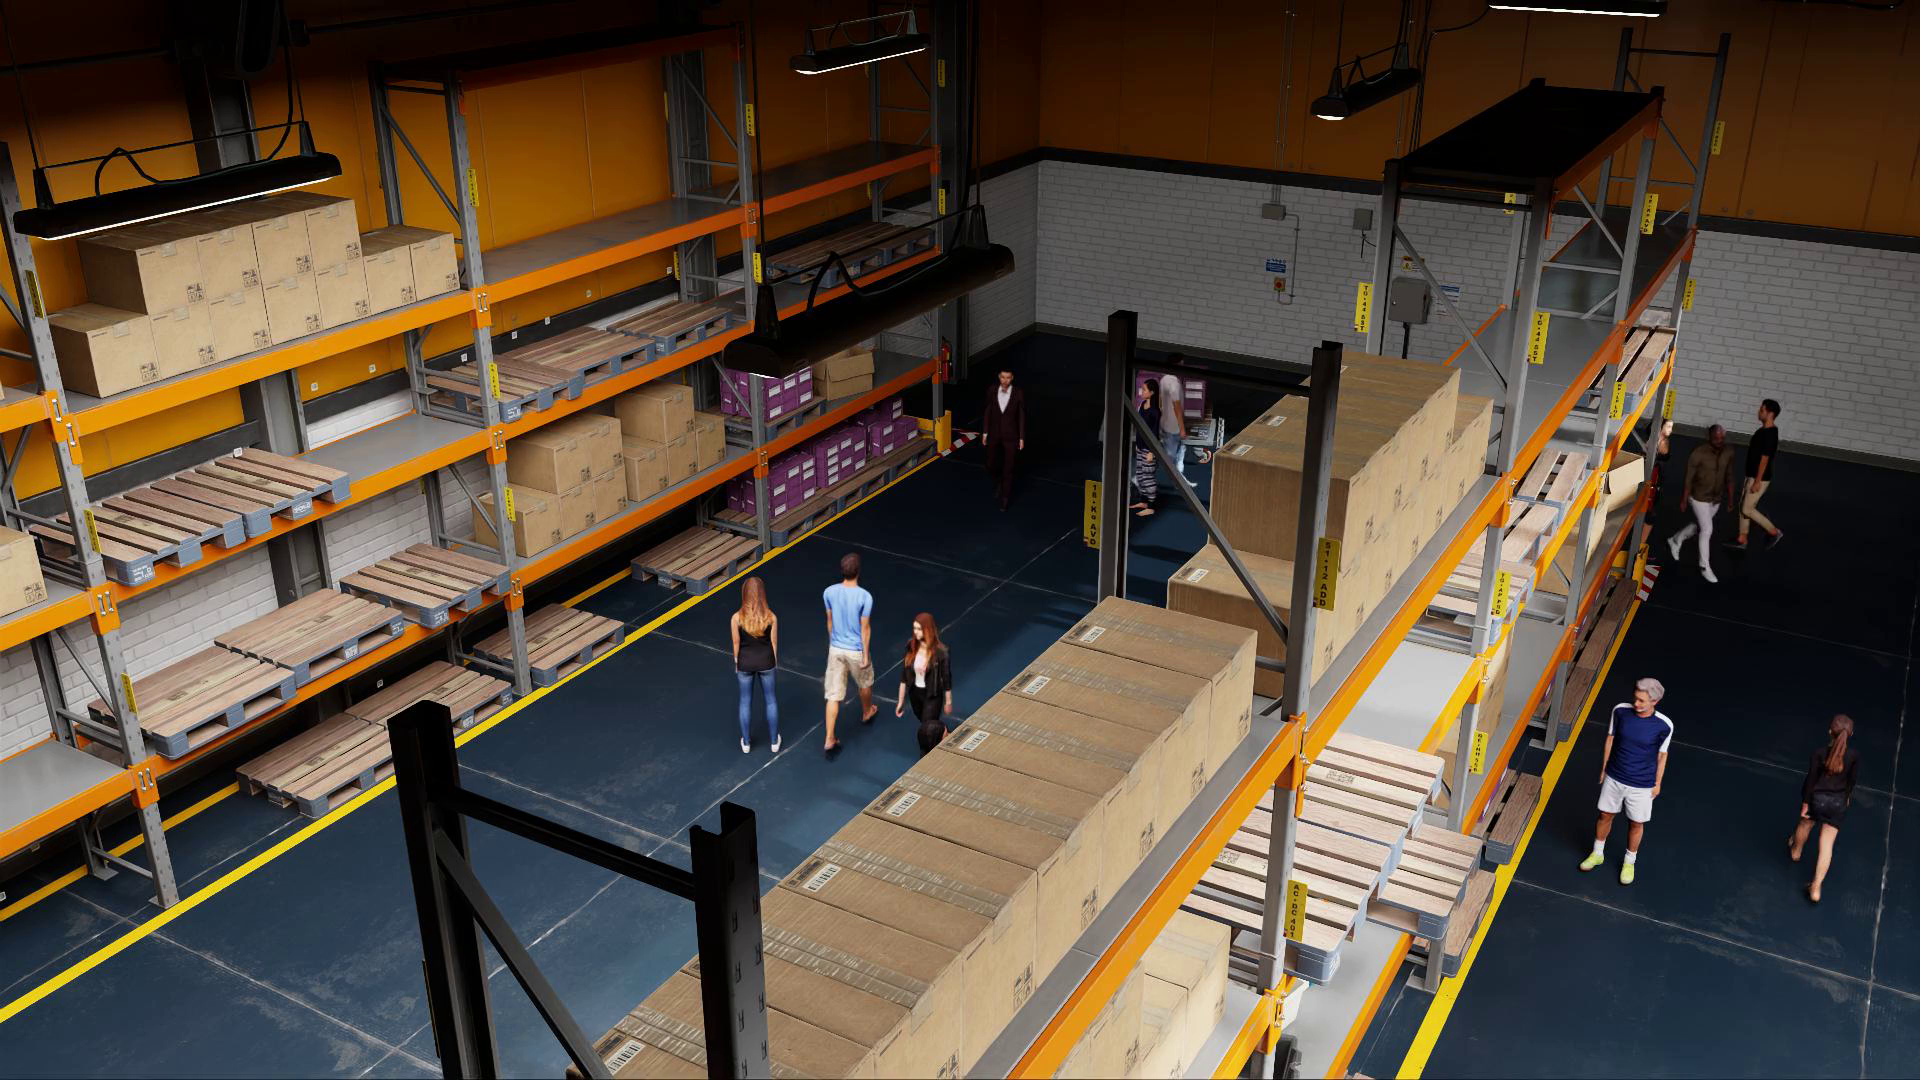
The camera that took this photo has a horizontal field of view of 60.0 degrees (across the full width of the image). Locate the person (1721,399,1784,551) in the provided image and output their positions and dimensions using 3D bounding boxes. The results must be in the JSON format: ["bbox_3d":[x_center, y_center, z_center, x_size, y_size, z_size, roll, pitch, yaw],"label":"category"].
[{"bbox_3d":[9.312,-0.712,19.230,0.840,1.840,0.868,6,24,14],"label":"person"}]

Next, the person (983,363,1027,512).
[{"bbox_3d":[0.551,-1.315,20.590,0.832,1.856,0.943,6,24,14],"label":"person"}]

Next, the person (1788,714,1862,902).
[{"bbox_3d":[6.861,2.125,13.145,0.636,1.516,1.078,9,25,19],"label":"person"}]

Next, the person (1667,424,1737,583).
[{"bbox_3d":[8.372,-0.492,18.787,1.212,1.791,1.260,-8,25,-18],"label":"person"}]

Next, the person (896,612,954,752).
[{"bbox_3d":[-0.242,1.377,14.672,0.664,1.663,1.161,15,28,31],"label":"person"}]

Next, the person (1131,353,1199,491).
[{"bbox_3d":[2.565,-1.420,20.865,1.121,1.827,1.165,-2,24,-4],"label":"person"}]

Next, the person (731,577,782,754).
[{"bbox_3d":[-1.858,1.142,15.135,0.652,1.722,0.698,-4,24,-9],"label":"person"}]

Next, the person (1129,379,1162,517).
[{"bbox_3d":[2.302,-1.152,20.368,0.725,1.735,0.677,-8,25,-17],"label":"person"}]

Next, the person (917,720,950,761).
[{"bbox_3d":[-0.188,2.147,12.862,0.705,1.702,0.660,-9,25,-20],"label":"person"}]

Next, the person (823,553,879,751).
[{"bbox_3d":[-1.050,1.054,15.205,0.871,1.828,1.307,6,24,14],"label":"person"}]

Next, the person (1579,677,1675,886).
[{"bbox_3d":[5.367,1.883,13.304,0.654,1.831,0.584,16,28,33],"label":"person"}]
